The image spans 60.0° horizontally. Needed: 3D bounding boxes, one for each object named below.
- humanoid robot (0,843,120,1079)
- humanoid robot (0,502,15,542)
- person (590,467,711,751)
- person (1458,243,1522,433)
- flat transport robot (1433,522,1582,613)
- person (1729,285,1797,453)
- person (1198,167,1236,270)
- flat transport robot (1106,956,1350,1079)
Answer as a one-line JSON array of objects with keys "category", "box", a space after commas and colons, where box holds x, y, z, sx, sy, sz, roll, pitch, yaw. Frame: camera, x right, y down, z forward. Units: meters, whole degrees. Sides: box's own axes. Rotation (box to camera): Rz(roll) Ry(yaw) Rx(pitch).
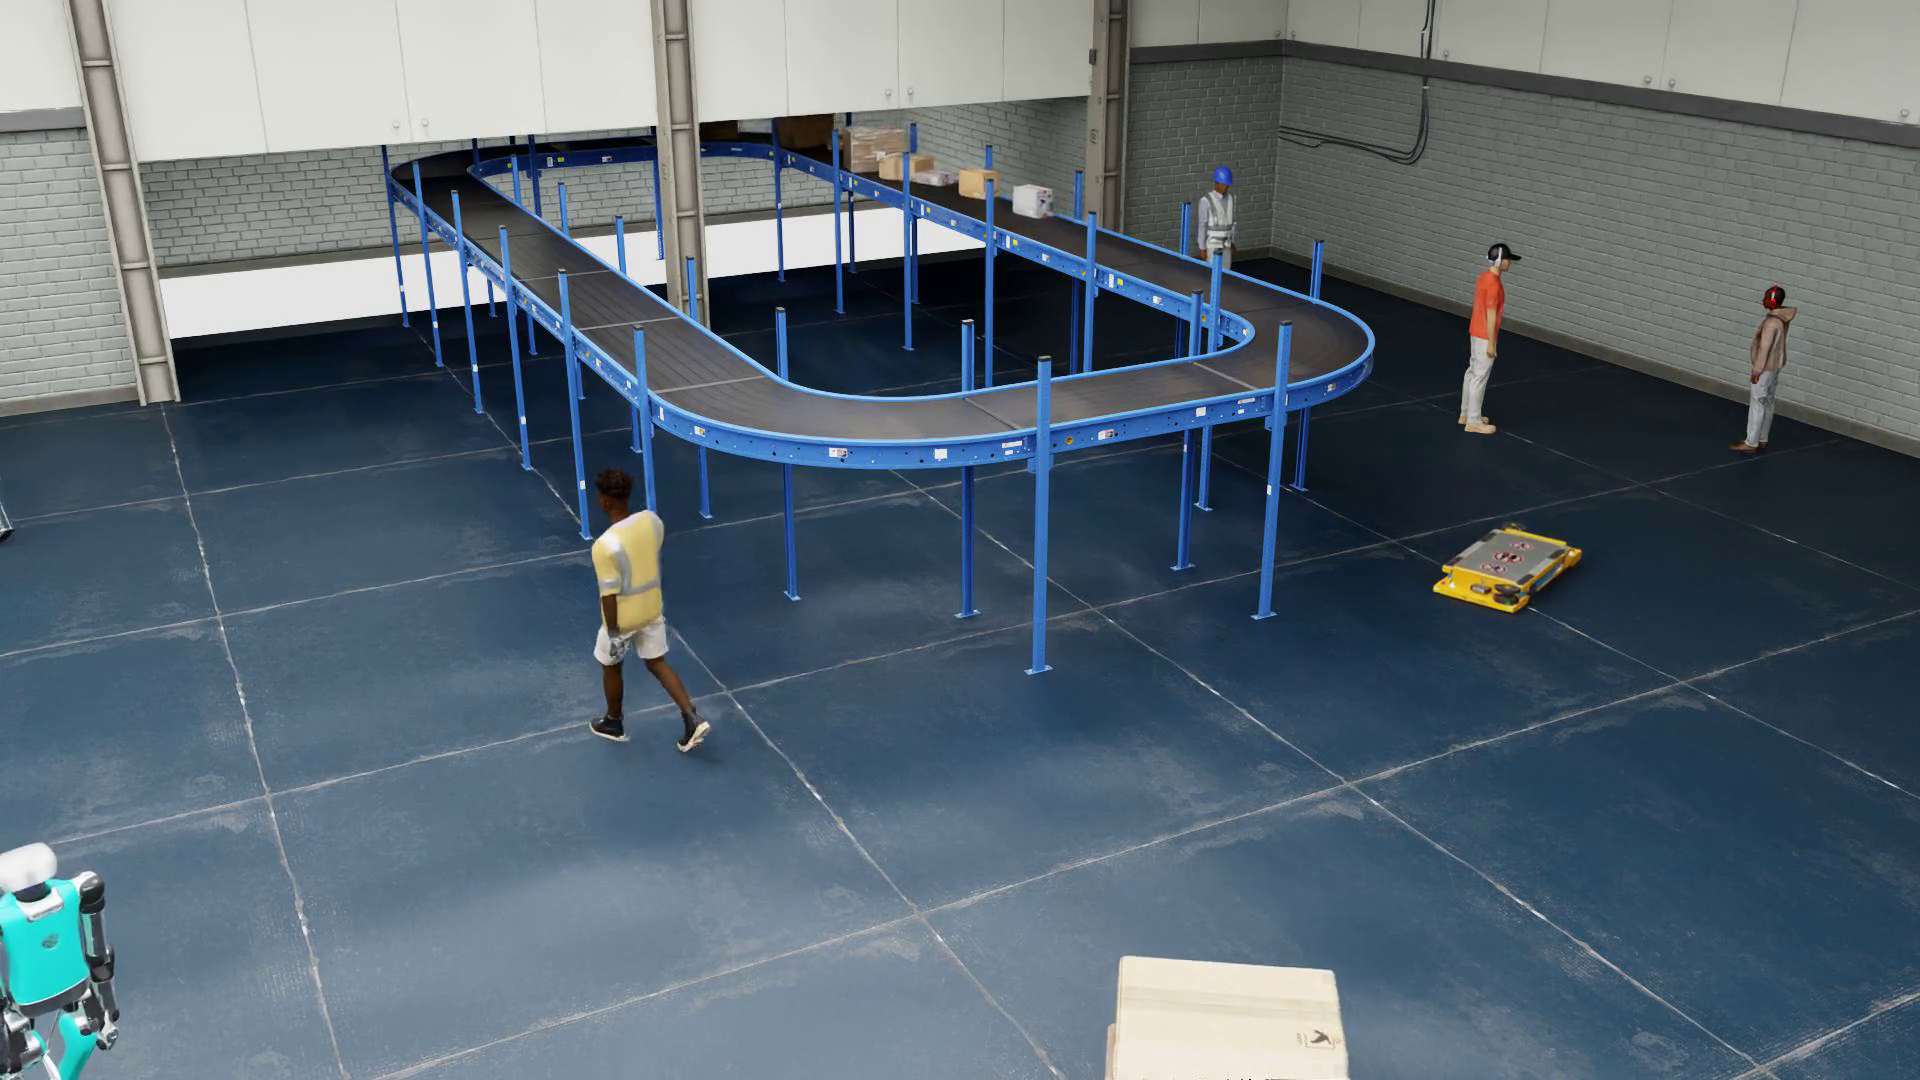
[{"category": "humanoid robot", "box": [-3.899, 2.004, 7.017, 1.033, 1.752, 0.546, 17, 27, 35]}, {"category": "humanoid robot", "box": [-8.328, -0.747, 13.808, 0.995, 1.776, 0.530, 7, 23, 17]}, {"category": "person", "box": [-2.041, 0.456, 10.534, 0.889, 1.939, 0.602, 15, 26, 32]}, {"category": "person", "box": [5.326, -2.035, 16.717, 0.410, 1.910, 0.480, 2, 22, 4]}, {"category": "flat transport robot", "box": [4.415, 0.212, 13.351, 0.659, 0.231, 1.431, 17, 28, 36]}, {"category": "person", "box": [7.814, -1.651, 16.121, 0.326, 1.648, 0.462, 19, 29, 39]}, {"category": "person", "box": [3.221, -3.712, 20.840, 0.617, 1.933, 0.415, -16, 27, -35]}, {"category": "flat transport robot", "box": [1.092, 2.735, 7.116, 1.431, 0.231, 0.659, 3, 22, 6]}]
